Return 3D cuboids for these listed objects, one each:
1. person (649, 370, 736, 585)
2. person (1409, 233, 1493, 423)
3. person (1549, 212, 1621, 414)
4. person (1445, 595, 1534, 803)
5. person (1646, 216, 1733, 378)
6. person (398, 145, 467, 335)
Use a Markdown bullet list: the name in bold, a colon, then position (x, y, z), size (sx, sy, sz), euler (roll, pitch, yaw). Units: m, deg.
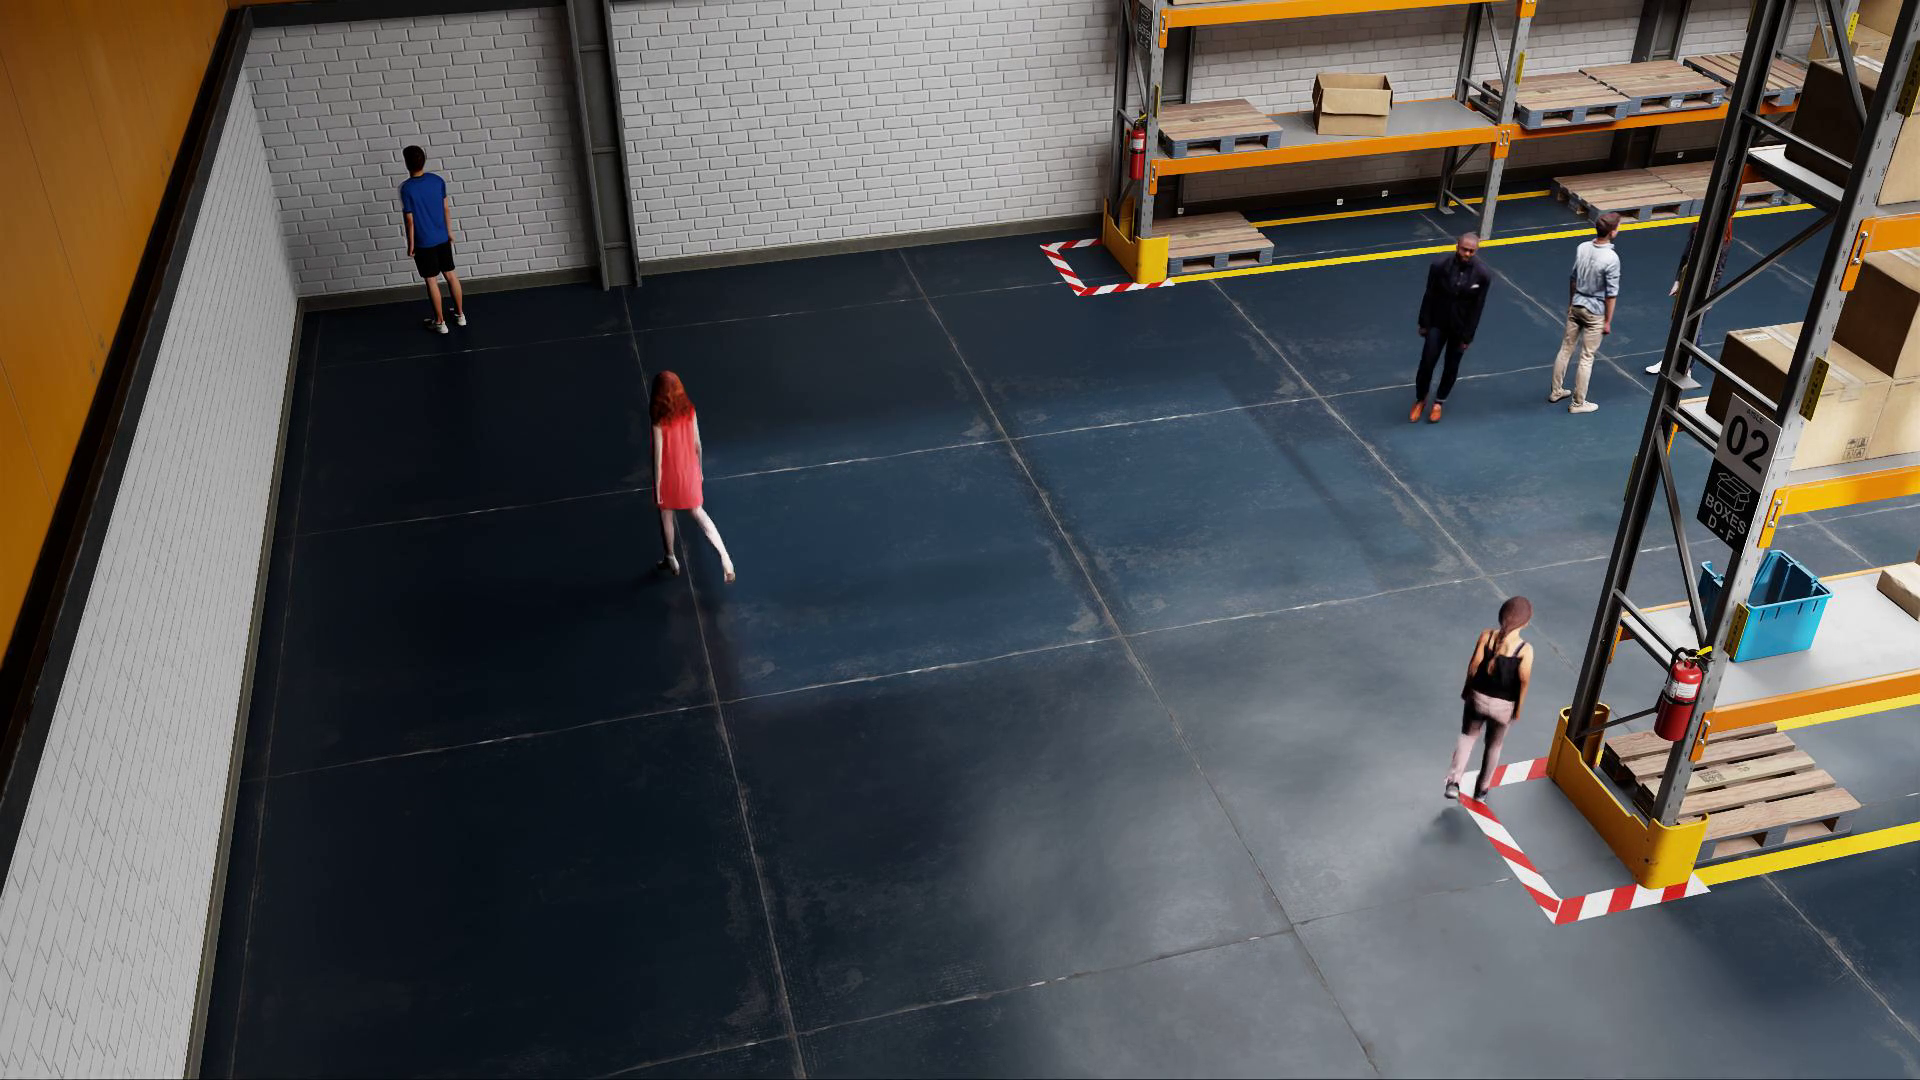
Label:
- **person**: position (-2.030, -0.409, 12.349), size (1.022, 1.804, 1.089), euler (28, 42, 35)
- **person**: position (4.322, -1.897, 14.588), size (0.813, 1.805, 0.898), euler (13, 36, 18)
- **person**: position (5.569, -2.027, 14.746), size (0.630, 1.847, 0.697), euler (-16, 37, -23)
- **person**: position (3.292, 1.050, 10.385), size (0.794, 1.550, 0.853), euler (20, 38, 27)
- **person**: position (6.726, -2.291, 15.196), size (0.632, 1.787, 0.631), euler (-19, 38, -26)
- **person**: position (-5.117, -2.918, 16.069), size (0.807, 1.866, 0.705), euler (26, 42, 34)
